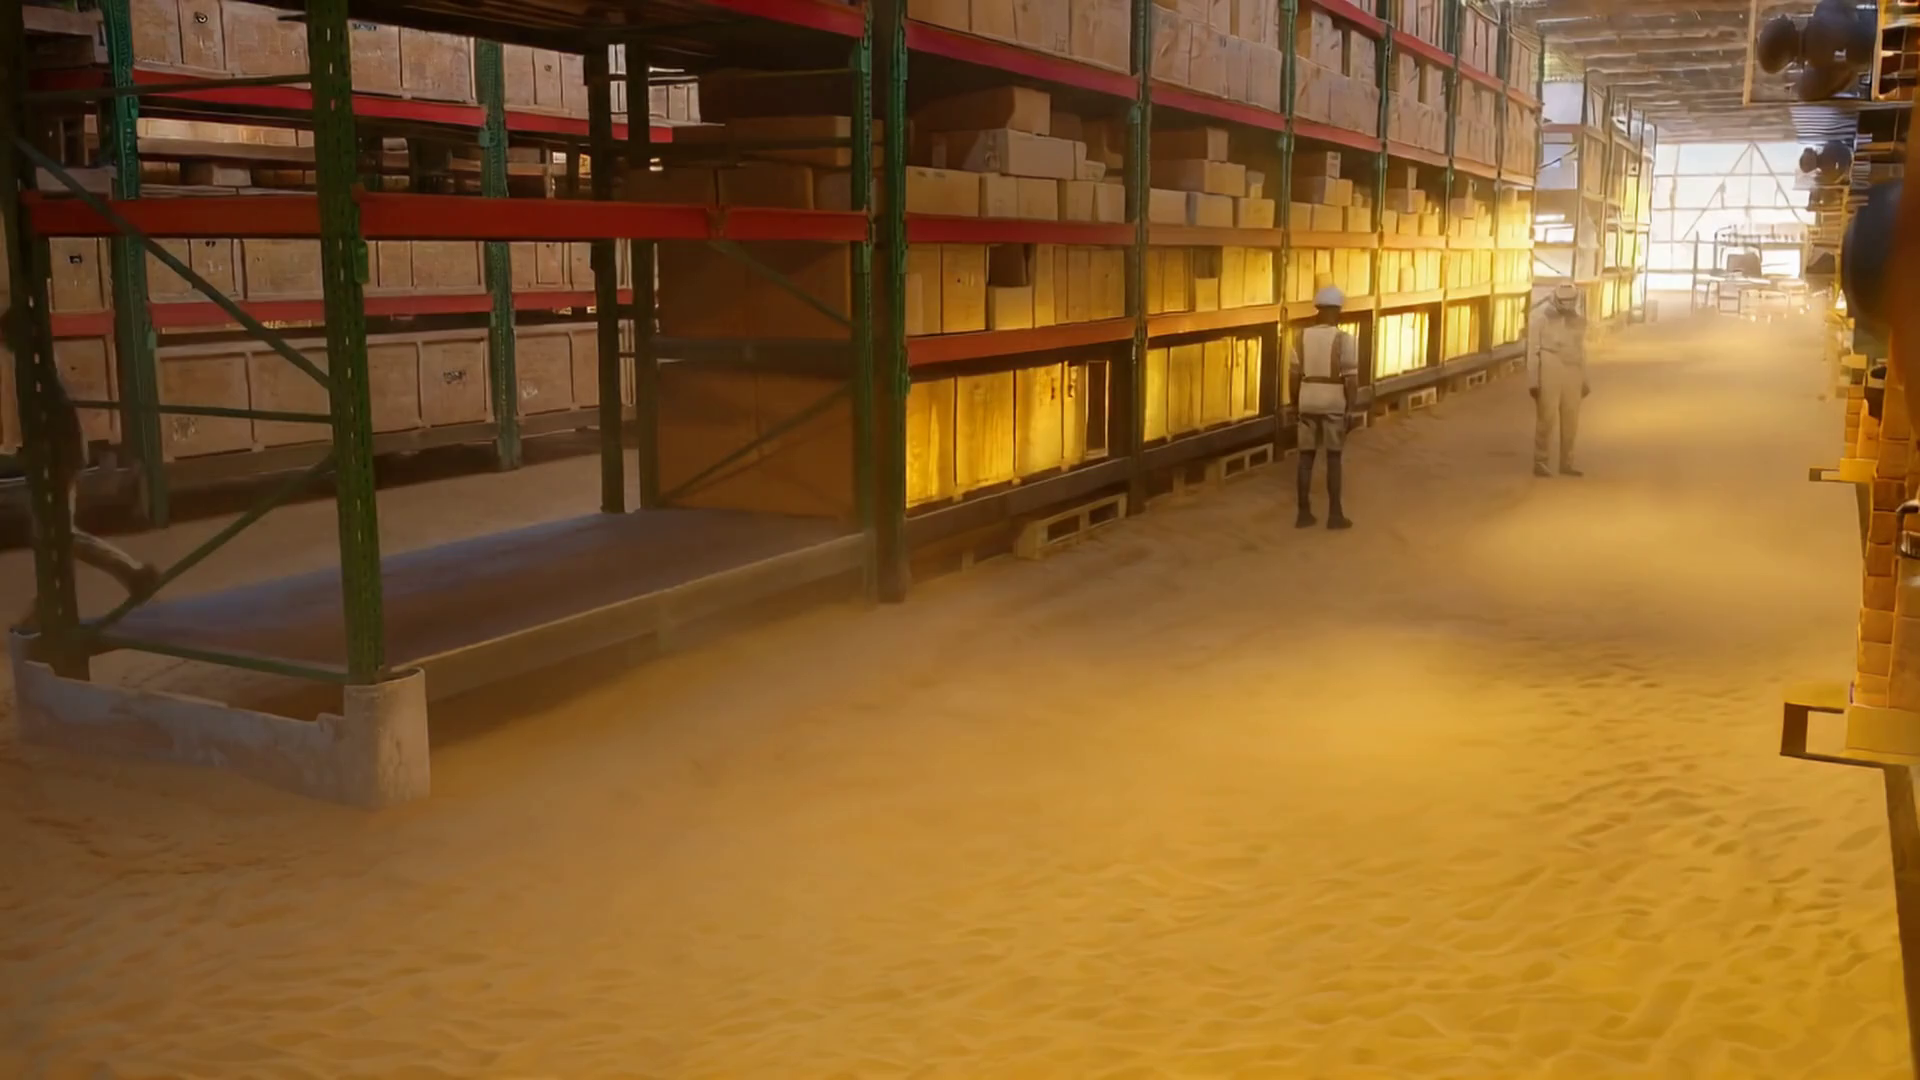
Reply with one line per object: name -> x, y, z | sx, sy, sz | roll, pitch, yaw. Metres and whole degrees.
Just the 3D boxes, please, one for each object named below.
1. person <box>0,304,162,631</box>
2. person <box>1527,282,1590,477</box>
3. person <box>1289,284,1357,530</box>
person -> -5.134, -0.418, 9.583 | 0.759, 1.912, 0.631 | -5, 11, -27
person -> 5.836, -1.553, 16.209 | 0.653, 1.894, 0.401 | -2, 10, -12
person -> 2.874, -1.046, 13.144 | 0.546, 1.934, 0.376 | 7, 12, 36
